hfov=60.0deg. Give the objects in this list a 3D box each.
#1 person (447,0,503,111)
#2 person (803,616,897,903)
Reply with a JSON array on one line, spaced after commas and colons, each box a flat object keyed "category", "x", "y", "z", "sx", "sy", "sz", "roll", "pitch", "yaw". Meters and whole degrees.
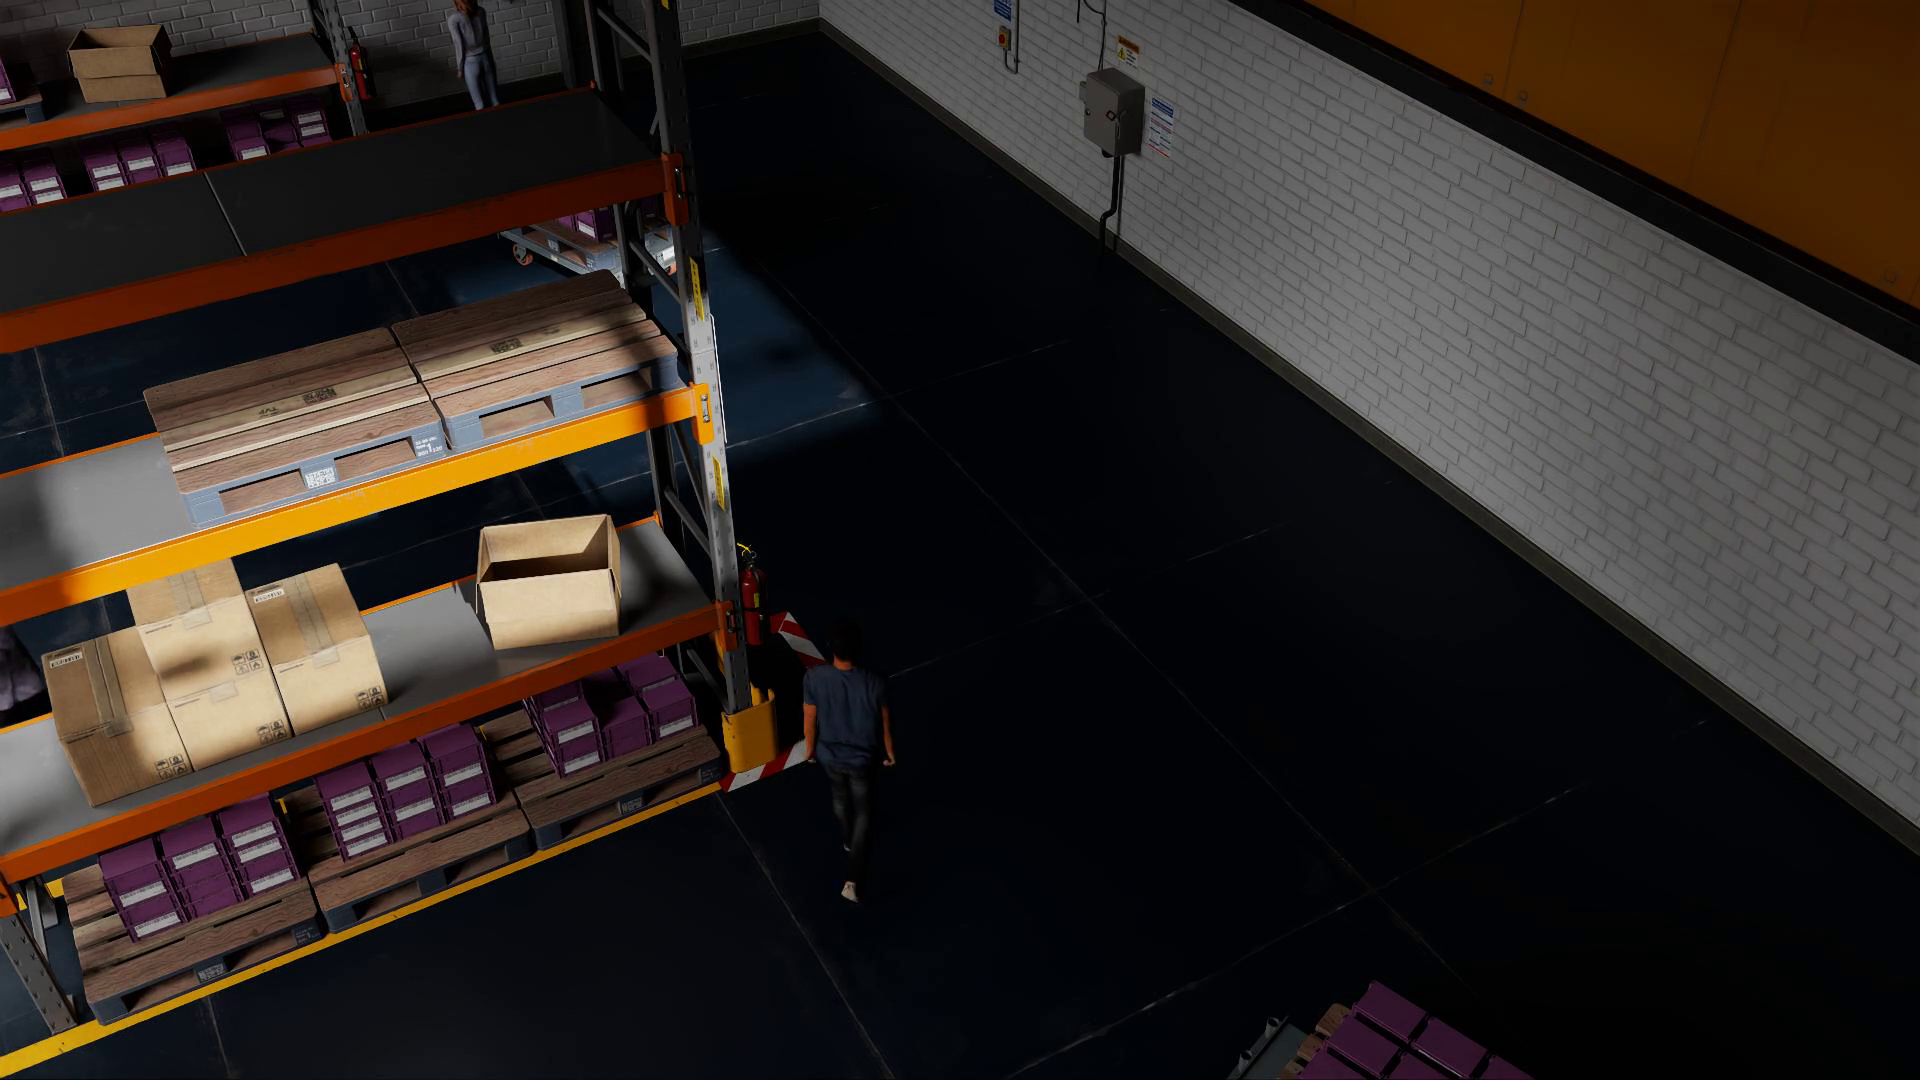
[{"category": "person", "x": -4.838, "y": -4.750, "z": 16.692, "sx": 0.709, "sy": 1.796, "sz": 0.556, "roll": 27, "pitch": 46, "yaw": 30}, {"category": "person", "x": -0.630, "y": 1.233, "z": 9.211, "sx": 1.090, "sy": 1.781, "sz": 1.094, "roll": 4, "pitch": 39, "yaw": 5}]
